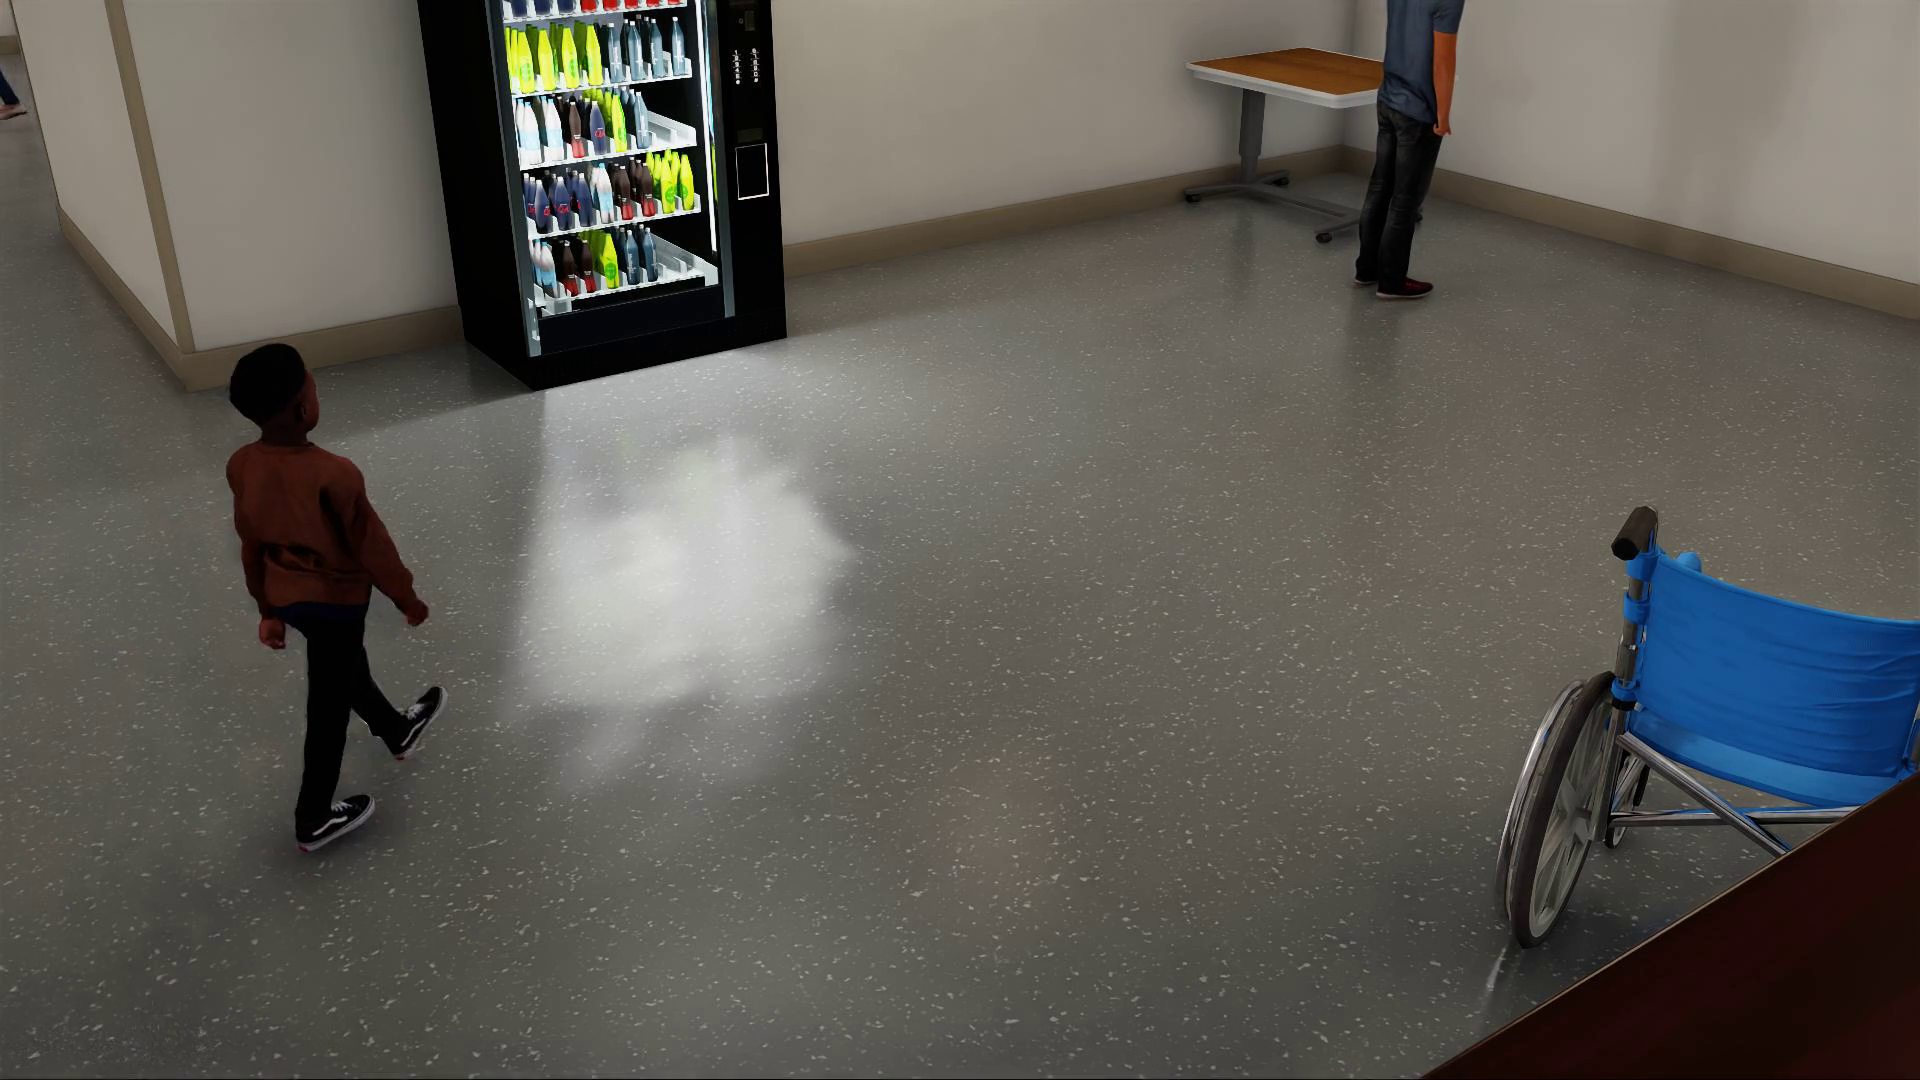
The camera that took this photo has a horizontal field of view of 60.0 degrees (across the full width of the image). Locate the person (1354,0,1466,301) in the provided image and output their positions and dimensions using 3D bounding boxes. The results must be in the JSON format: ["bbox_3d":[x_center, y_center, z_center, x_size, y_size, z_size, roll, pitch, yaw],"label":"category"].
[{"bbox_3d":[2.125,-2.057,7.866,0.625,1.808,0.687,-9,27,-17],"label":"person"}]

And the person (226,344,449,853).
[{"bbox_3d":[-1.543,0.172,3.910,0.756,1.230,0.907,12,28,24],"label":"person"}]
